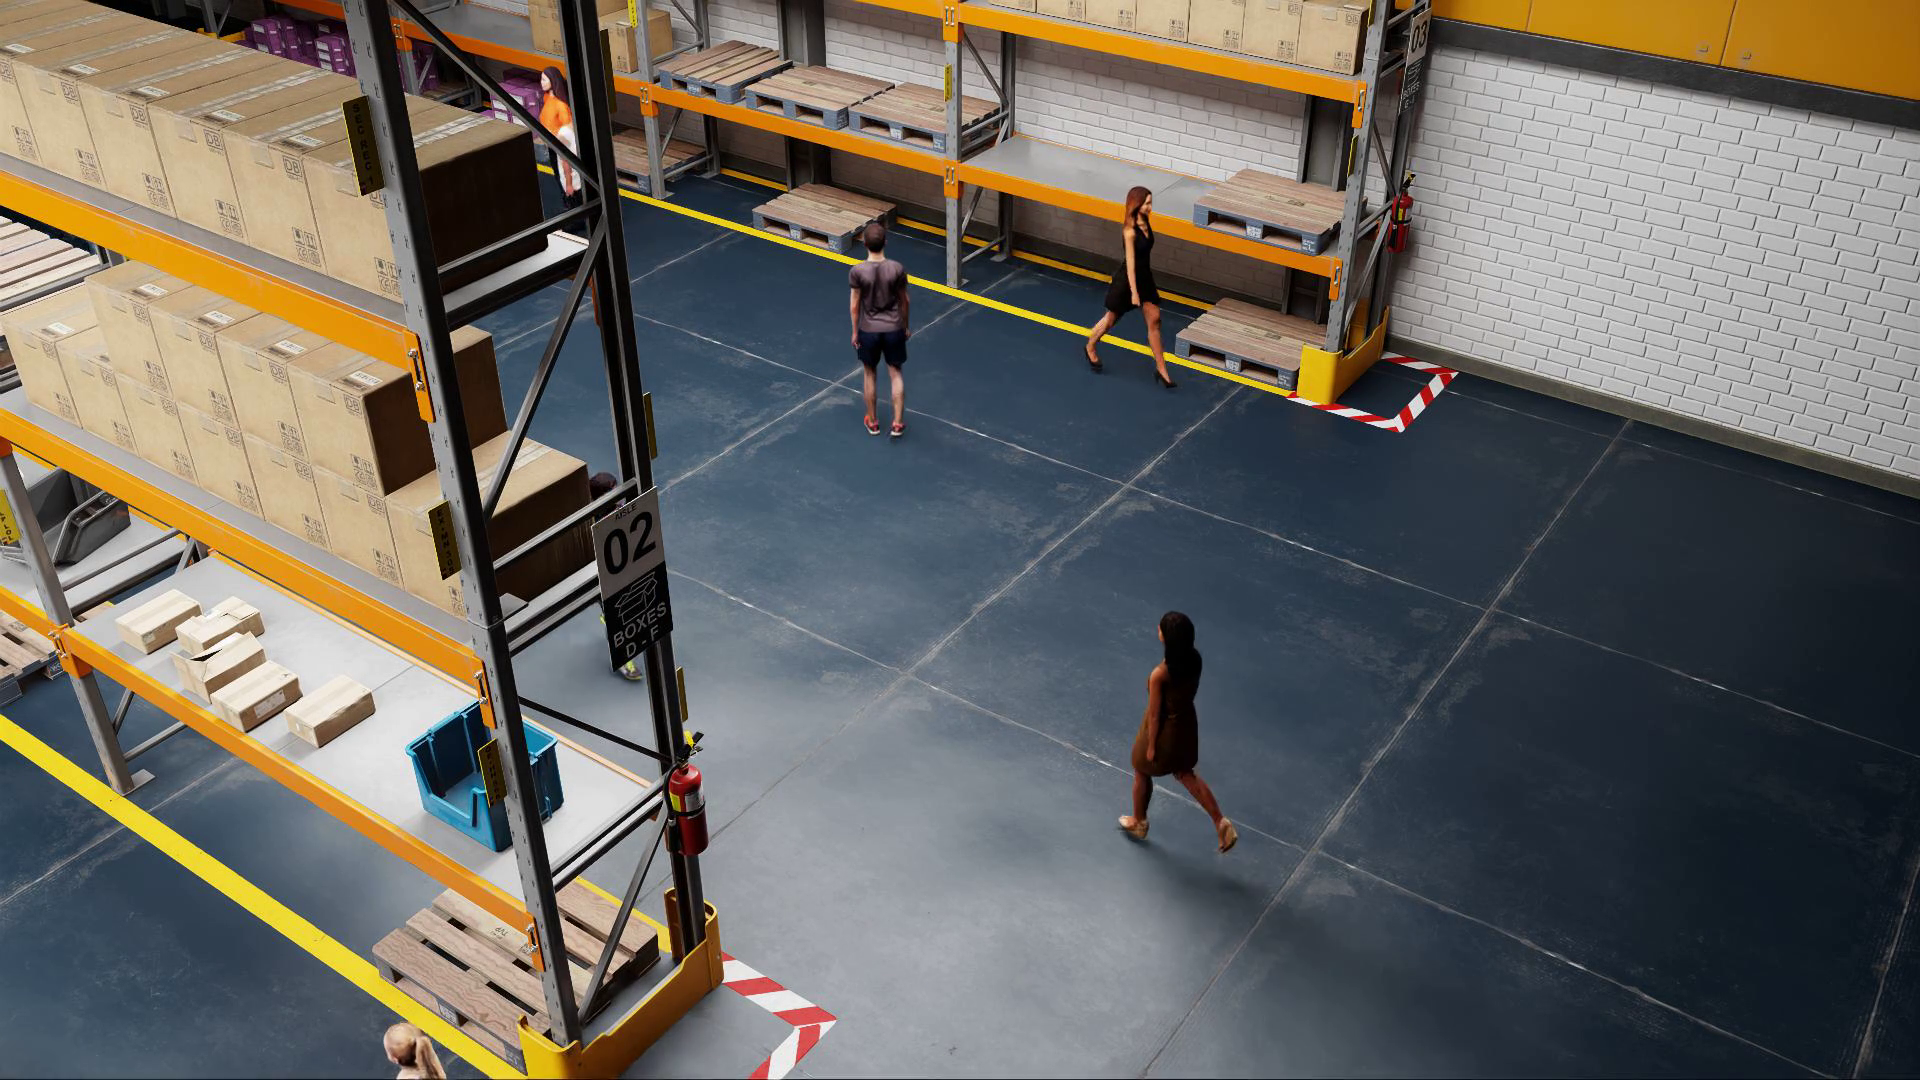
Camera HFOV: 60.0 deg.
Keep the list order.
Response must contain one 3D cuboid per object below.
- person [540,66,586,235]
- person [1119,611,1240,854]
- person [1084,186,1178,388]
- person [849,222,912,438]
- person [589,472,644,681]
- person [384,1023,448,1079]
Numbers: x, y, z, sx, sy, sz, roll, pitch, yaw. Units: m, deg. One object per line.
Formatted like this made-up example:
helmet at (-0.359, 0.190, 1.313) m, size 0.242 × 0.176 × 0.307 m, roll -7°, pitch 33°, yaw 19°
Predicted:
person at (-4.122, -4.040, 17.223) m, size 0.748 × 1.748 × 0.603 m, roll -22°, pitch 39°, yaw -29°
person at (1.266, 1.149, 9.488) m, size 1.018 × 1.669 × 0.645 m, roll 26°, pitch 42°, yaw 33°
person at (1.408, -2.171, 14.382) m, size 1.161 × 1.781 × 0.642 m, roll 18°, pitch 38°, yaw 25°
person at (-0.643, -1.707, 13.611) m, size 0.744 × 1.861 × 0.814 m, roll -4°, pitch 34°, yaw -6°
person at (-2.327, 0.208, 11.019) m, size 0.776 × 1.540 × 0.605 m, roll 28°, pitch 43°, yaw 35°
person at (-2.341, 2.680, 7.552) m, size 0.835 × 1.262 × 0.698 m, roll 4°, pitch 34°, yaw 5°
